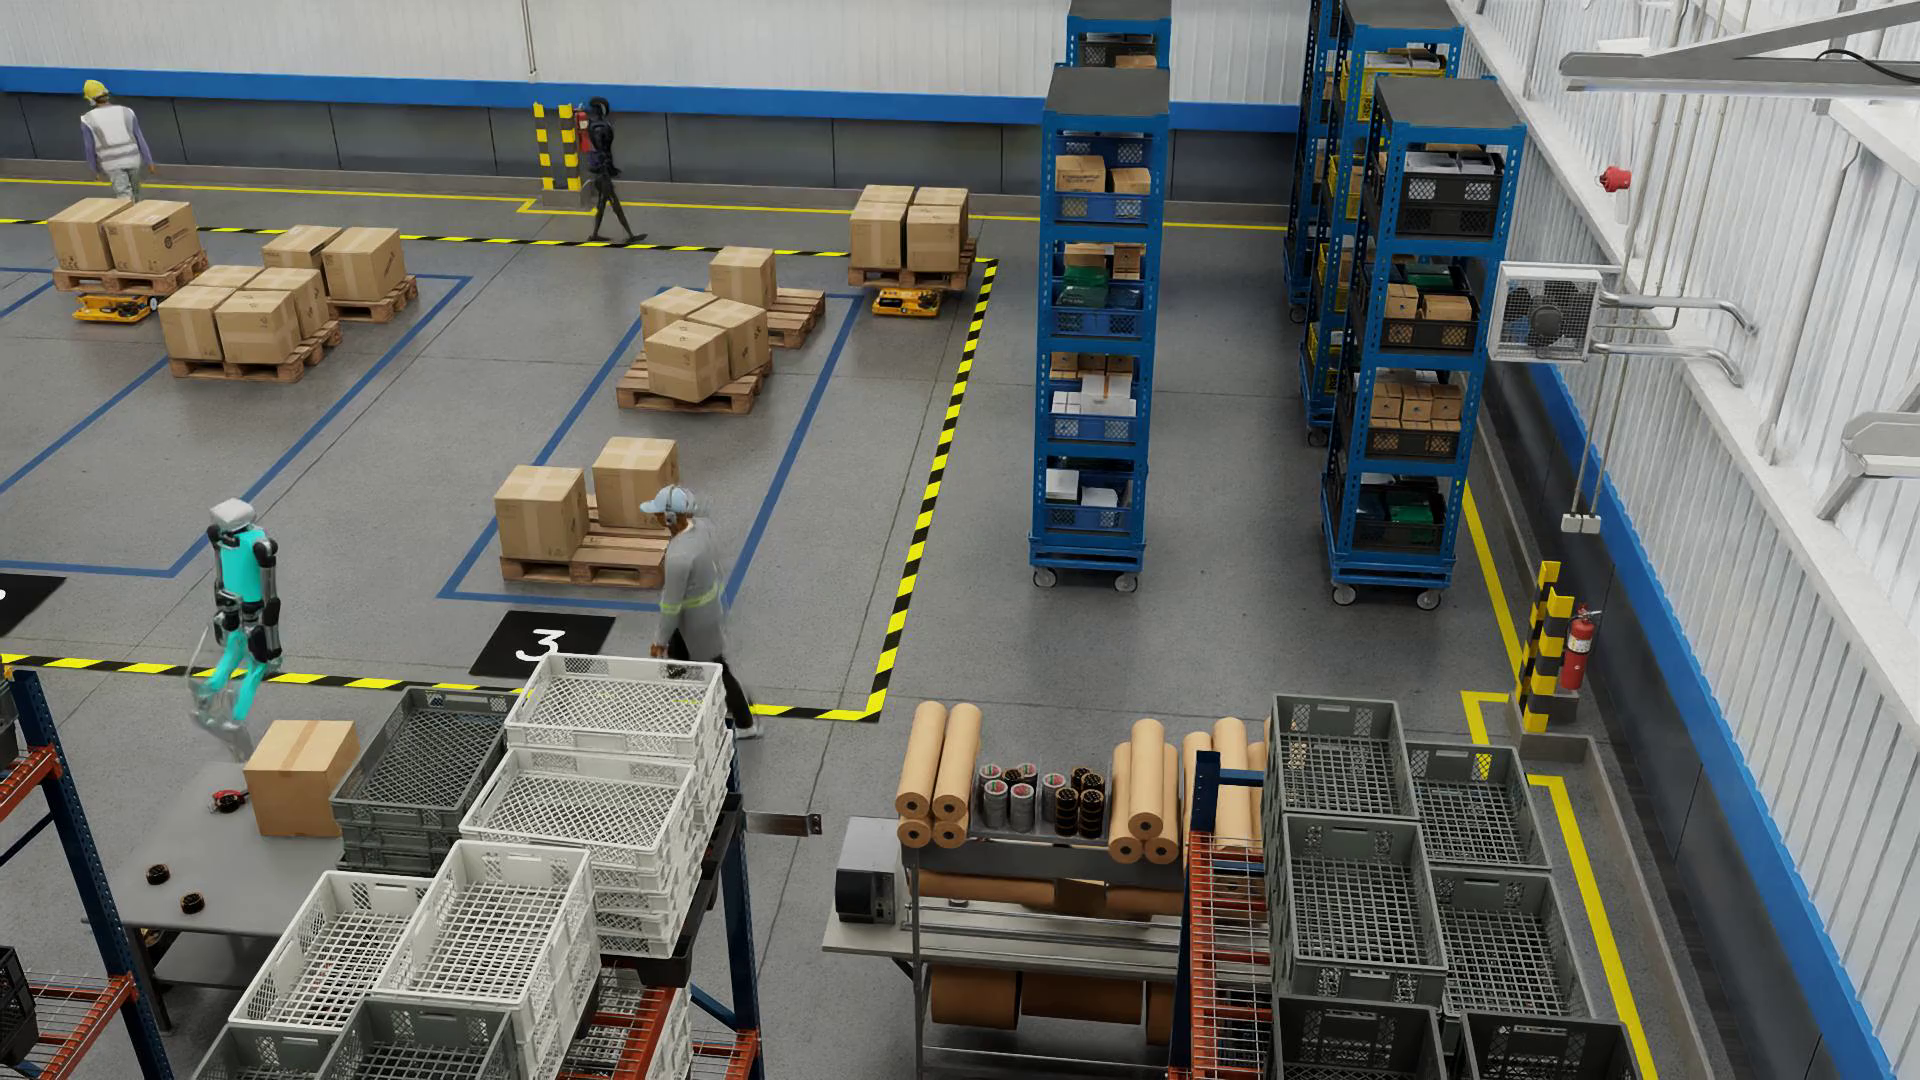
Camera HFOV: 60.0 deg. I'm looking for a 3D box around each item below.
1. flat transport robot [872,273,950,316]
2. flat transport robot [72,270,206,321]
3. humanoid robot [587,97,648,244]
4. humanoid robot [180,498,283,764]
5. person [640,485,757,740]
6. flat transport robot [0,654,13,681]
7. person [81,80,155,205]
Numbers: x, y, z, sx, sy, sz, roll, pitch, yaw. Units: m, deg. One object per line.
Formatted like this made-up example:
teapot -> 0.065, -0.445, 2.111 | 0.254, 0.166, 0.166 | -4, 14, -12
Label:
flat transport robot -> -0.480, -2.698, 17.280 | 0.652, 0.197, 1.431 | 3, 30, 6
flat transport robot -> -8.449, -2.611, 17.130 | 0.652, 0.197, 1.431 | 3, 30, 6
humanoid robot -> -3.834, -4.063, 18.275 | 0.695, 1.634, 0.589 | -3, 30, -4
humanoid robot -> -4.430, 0.696, 10.063 | 0.536, 1.811, 0.815 | 17, 34, 27
person -> -1.737, 0.483, 10.314 | 0.935, 1.805, 0.601 | 0, 30, 0
flat transport robot -> -7.142, 0.969, 11.010 | 1.431, 0.231, 0.659 | 3, 30, 6
person -> -9.234, -4.153, 18.311 | 0.945, 1.778, 0.630 | 25, 38, 36
